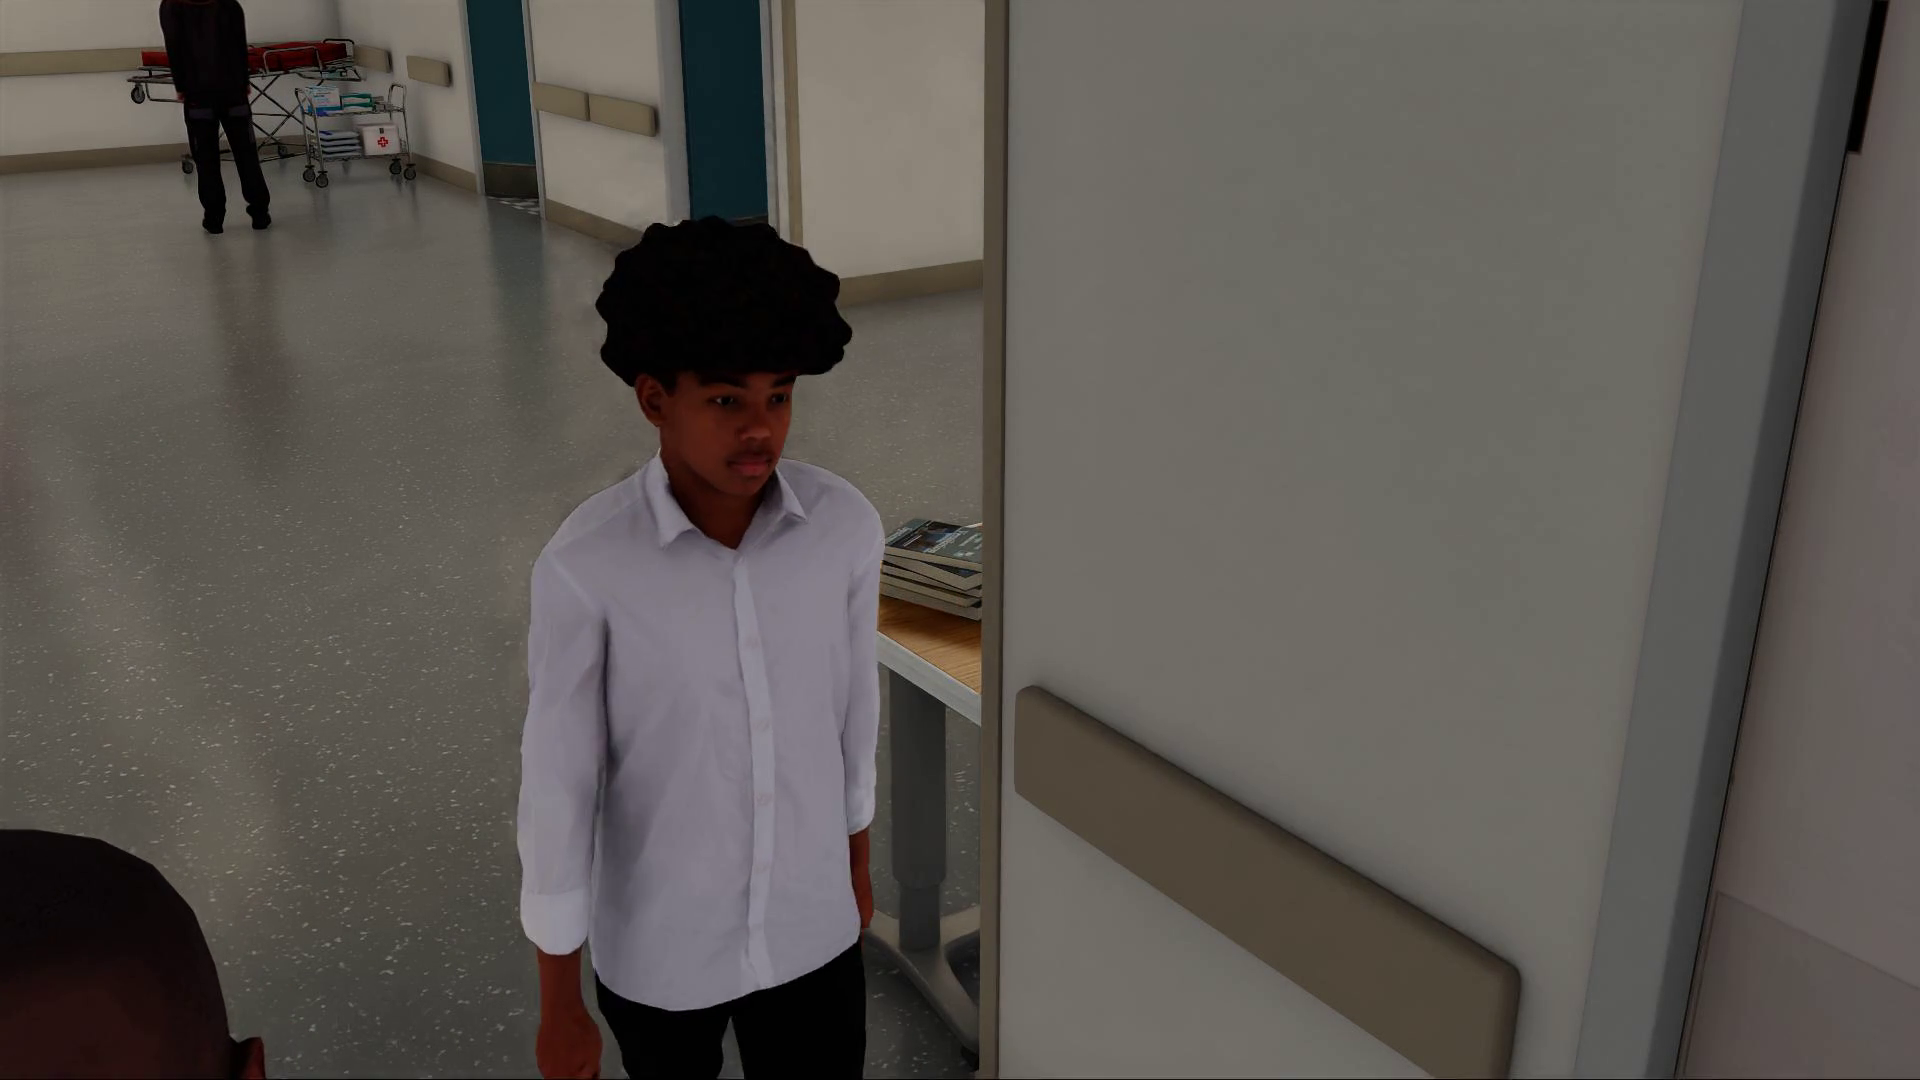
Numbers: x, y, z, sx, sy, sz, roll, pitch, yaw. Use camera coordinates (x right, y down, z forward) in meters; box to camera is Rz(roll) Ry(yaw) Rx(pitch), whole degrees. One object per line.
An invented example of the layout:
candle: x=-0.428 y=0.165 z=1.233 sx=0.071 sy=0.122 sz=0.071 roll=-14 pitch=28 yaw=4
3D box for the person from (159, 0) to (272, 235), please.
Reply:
person: x=-5.160 y=-3.115 z=11.519 sx=0.720 sy=1.916 sz=0.635 roll=-10 pitch=23 yaw=-24

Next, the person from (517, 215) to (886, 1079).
person: x=-0.357 y=0.463 z=2.306 sx=0.829 sy=1.751 sz=1.192 roll=-8 pitch=22 yaw=-20
